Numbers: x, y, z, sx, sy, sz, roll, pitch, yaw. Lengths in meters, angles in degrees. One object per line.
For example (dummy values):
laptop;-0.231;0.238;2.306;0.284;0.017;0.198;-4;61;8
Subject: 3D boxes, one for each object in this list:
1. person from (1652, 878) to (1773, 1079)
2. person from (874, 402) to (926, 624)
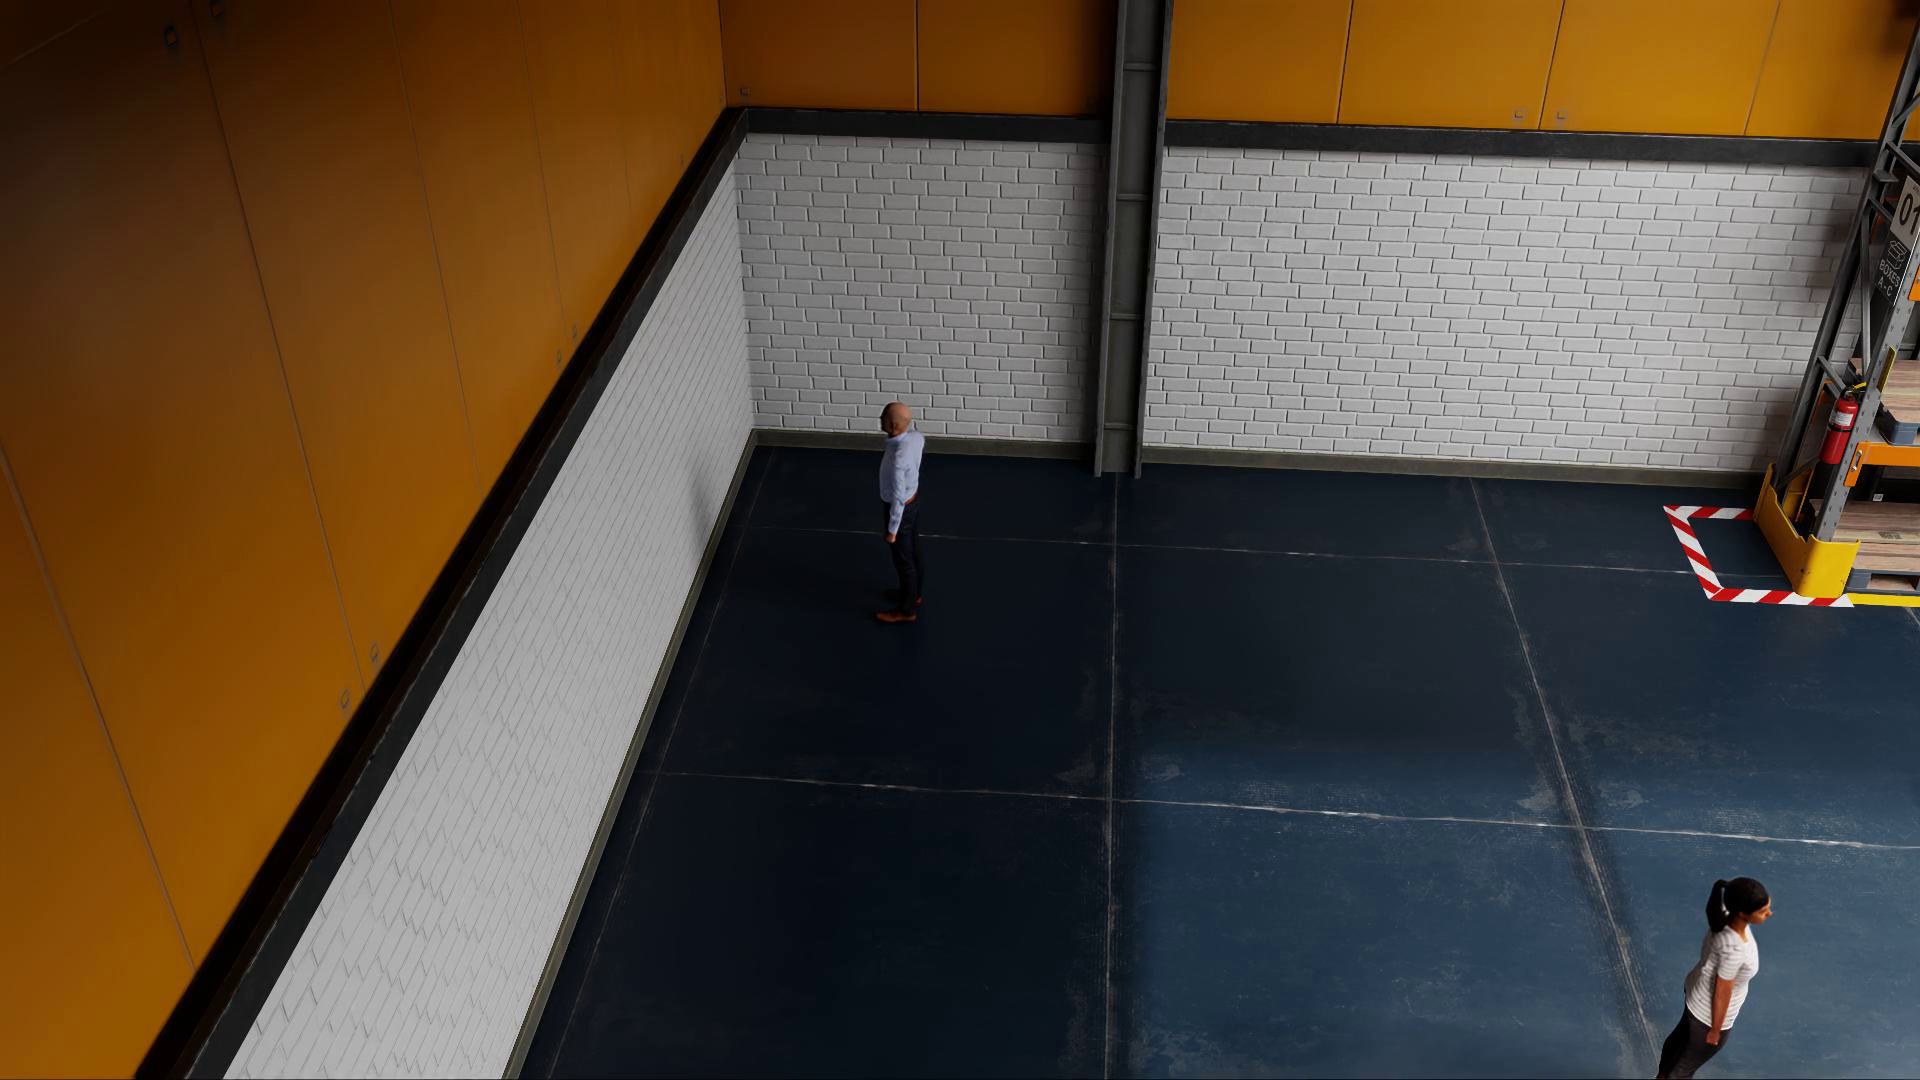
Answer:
person;3.777;2.320;8.389;0.599;1.647;0.615;11;35;16
person;-0.421;-0.202;12.053;0.615;1.791;0.674;8;35;12
